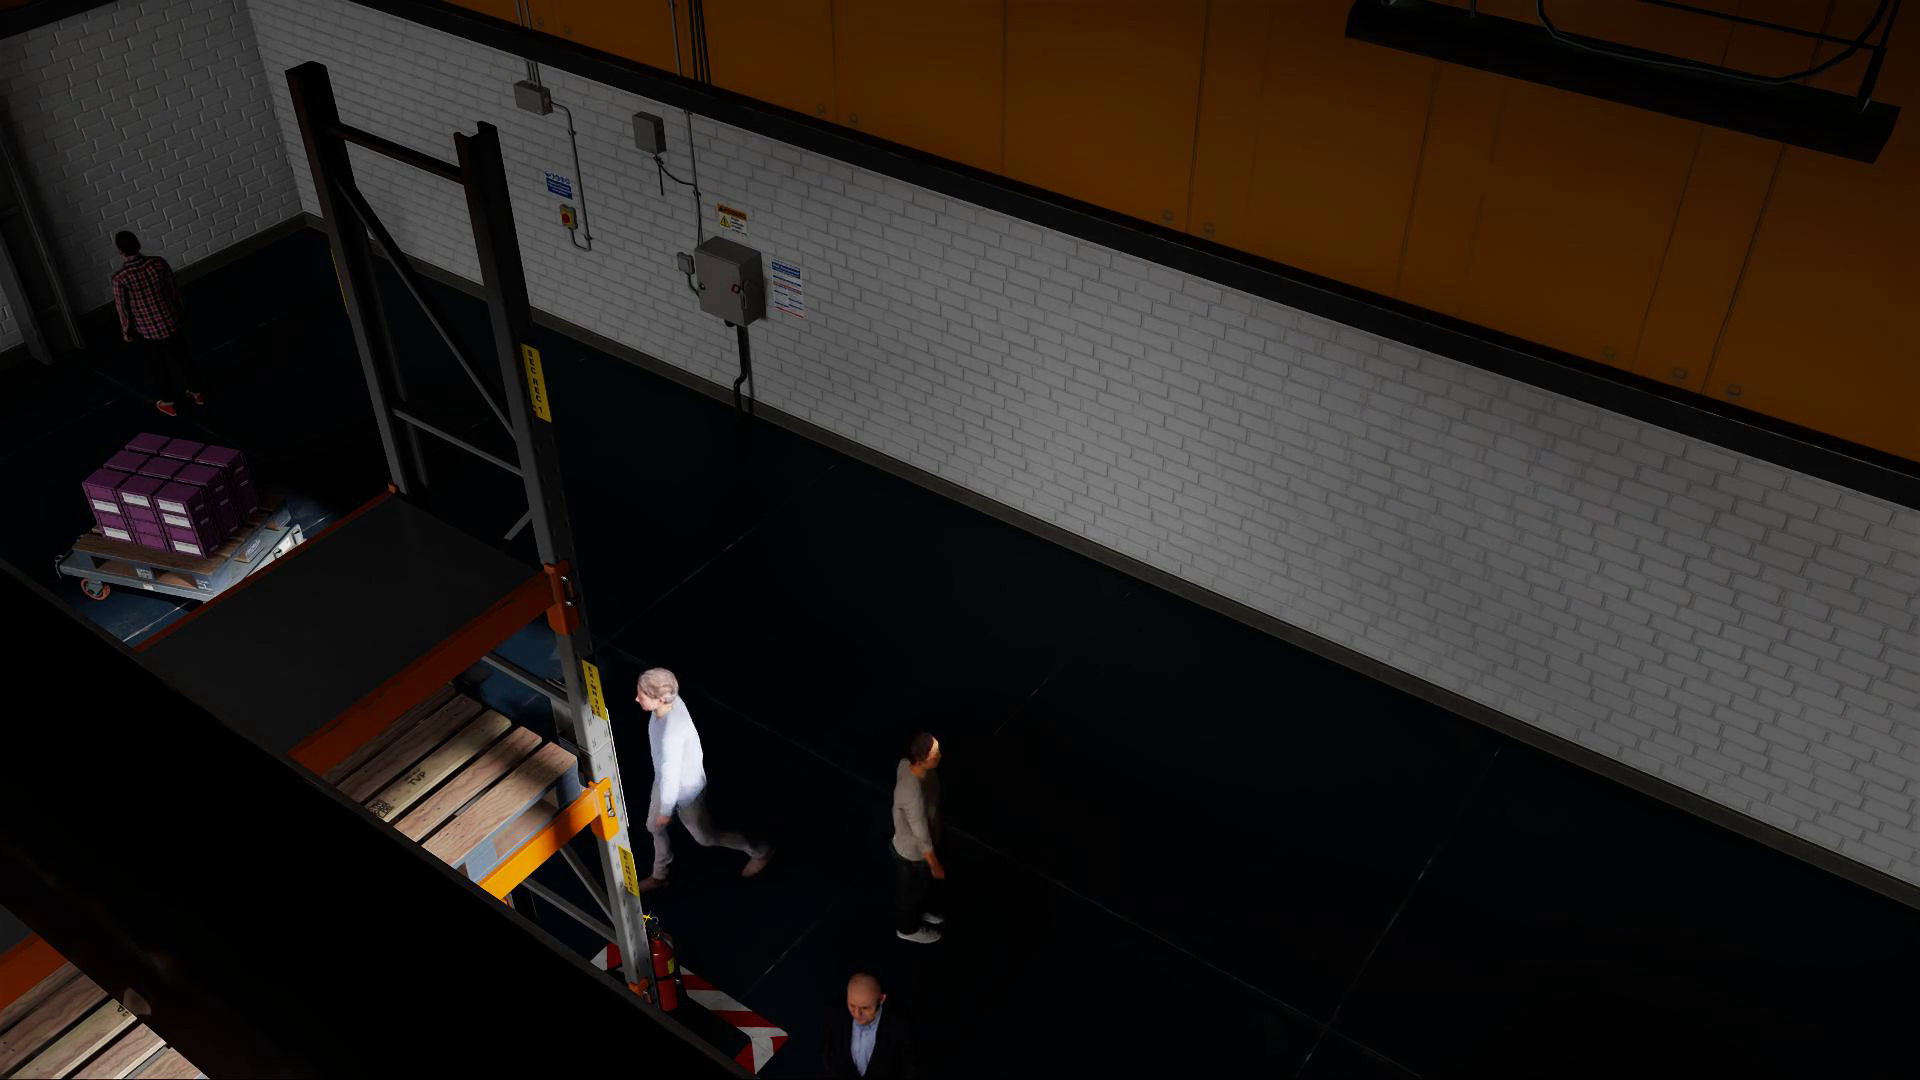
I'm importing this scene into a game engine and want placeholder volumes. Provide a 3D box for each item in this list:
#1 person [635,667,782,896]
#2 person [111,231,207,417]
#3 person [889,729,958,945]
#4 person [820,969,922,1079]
[{"bbox_3d":[-1.609,1.494,10.196,1.298,1.854,1.066,-16,41,-19],"label":"person"},{"bbox_3d":[-7.013,-1.901,14.524,0.801,1.760,0.577,29,47,31],"label":"person"},{"bbox_3d":[-0.343,1.785,9.874,0.803,1.801,0.702,4,39,5],"label":"person"},{"bbox_3d":[-0.461,2.798,8.607,0.759,1.800,0.736,7,39,8],"label":"person"}]
